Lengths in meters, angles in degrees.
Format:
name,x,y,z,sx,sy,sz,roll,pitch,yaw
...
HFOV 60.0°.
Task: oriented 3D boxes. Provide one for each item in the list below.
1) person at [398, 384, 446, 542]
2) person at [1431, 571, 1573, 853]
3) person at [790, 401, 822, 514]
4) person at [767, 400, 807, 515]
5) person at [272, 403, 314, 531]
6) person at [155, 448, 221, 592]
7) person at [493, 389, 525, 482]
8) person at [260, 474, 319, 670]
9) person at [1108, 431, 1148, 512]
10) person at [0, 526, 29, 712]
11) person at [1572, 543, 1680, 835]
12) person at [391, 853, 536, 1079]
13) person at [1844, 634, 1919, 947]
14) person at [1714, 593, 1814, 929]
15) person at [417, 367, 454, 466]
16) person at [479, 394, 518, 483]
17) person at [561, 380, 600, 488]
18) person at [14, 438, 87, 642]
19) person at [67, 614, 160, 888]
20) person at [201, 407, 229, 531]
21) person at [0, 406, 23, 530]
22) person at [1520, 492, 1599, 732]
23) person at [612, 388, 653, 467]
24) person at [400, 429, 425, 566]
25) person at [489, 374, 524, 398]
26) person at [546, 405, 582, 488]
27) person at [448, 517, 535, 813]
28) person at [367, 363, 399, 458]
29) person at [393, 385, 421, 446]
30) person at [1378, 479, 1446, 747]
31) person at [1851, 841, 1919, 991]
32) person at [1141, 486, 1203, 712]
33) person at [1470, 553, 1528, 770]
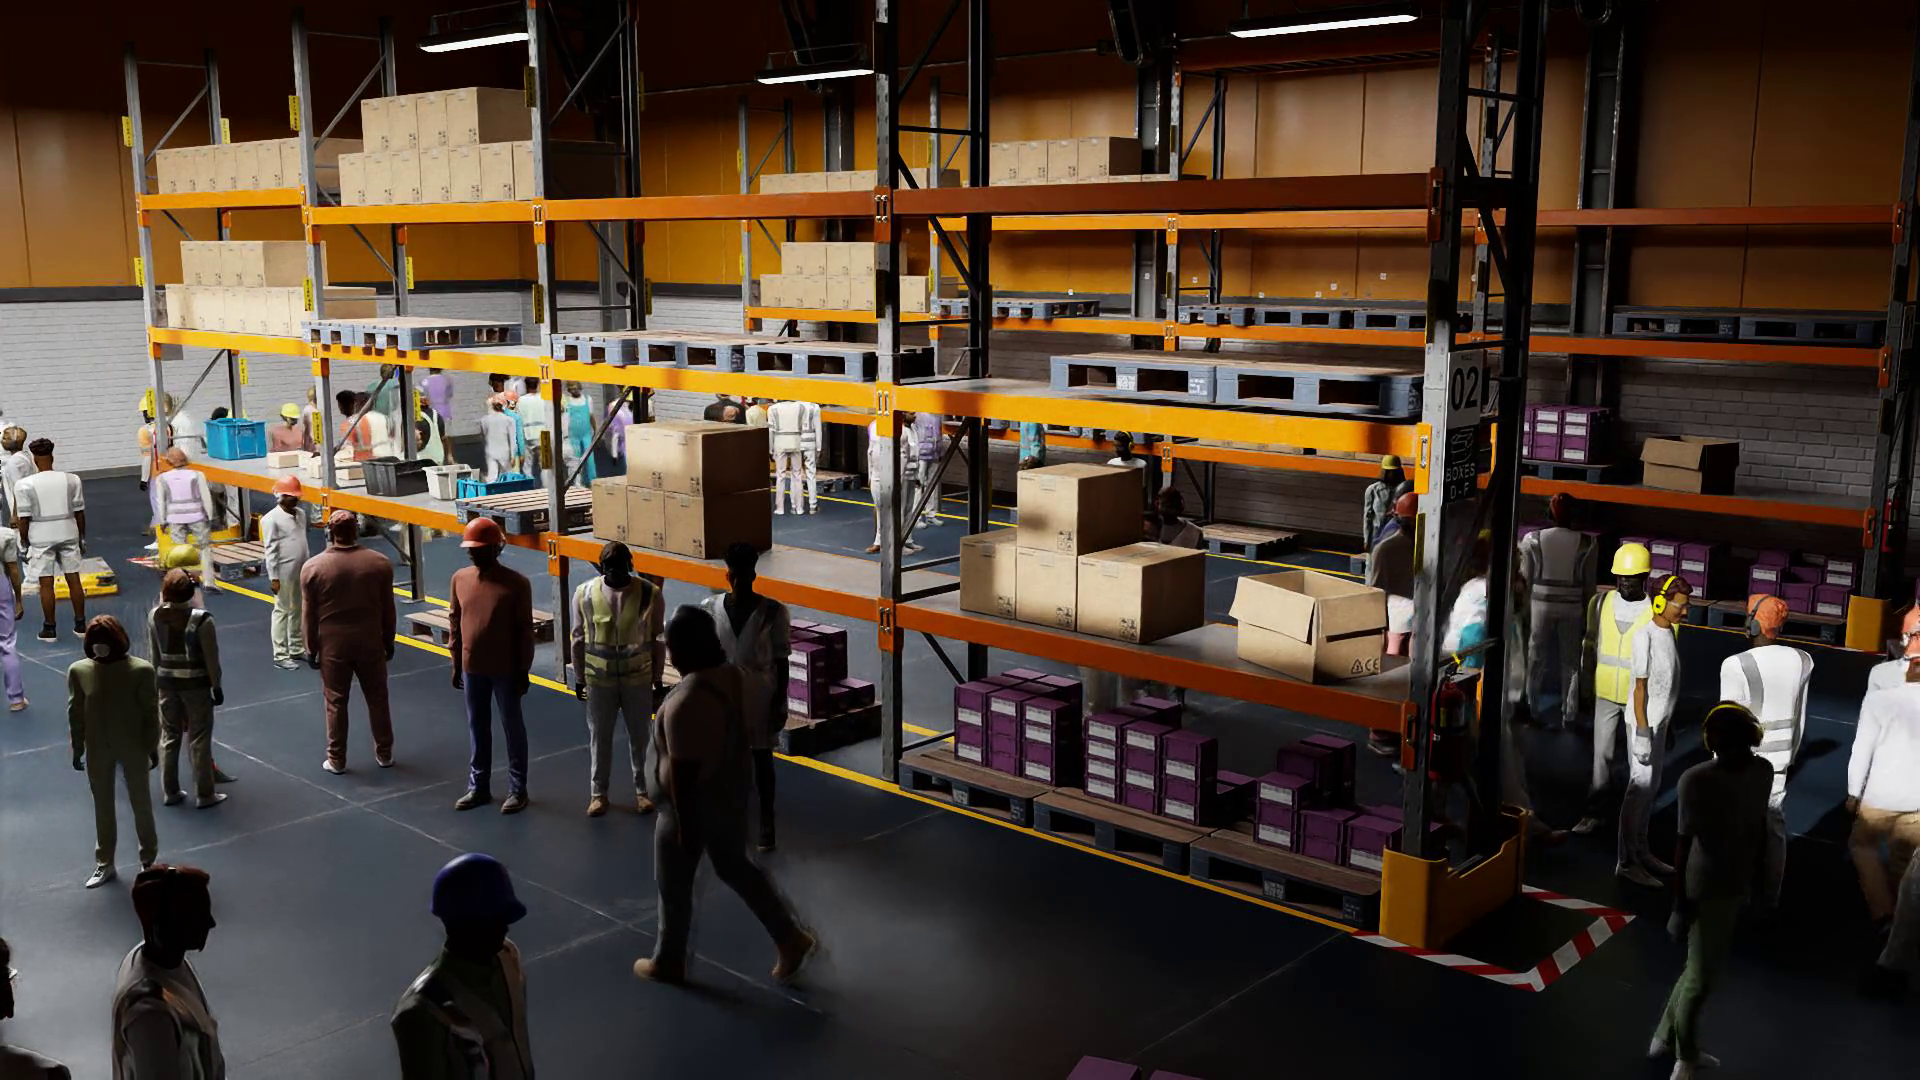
name,x,y,z,sx,sy,sz,roll,pitch,yaw
person,-6.943,-1.005,21.373,0.537,2.000,0.697,3,11,18
person,3.382,1.053,10.470,0.995,1.777,0.642,6,12,31
person,-2.227,-1.300,23.491,0.573,1.883,0.356,0,10,1
person,-2.411,-1.301,23.395,0.589,1.918,0.390,-2,10,-11
person,-8.783,-0.936,21.859,0.449,1.739,0.534,6,12,31
person,-8.362,-0.189,17.959,0.552,1.613,0.400,-4,11,-20
person,-6.434,-1.283,23.792,0.577,1.738,0.354,6,12,30
person,-6.003,0.276,14.947,0.342,1.747,0.571,2,10,12
person,1.745,-0.236,17.562,0.532,1.855,0.347,8,13,37
person,-7.859,0.502,13.448,0.502,1.837,0.349,-3,11,-19
person,4.212,0.968,10.538,0.585,1.927,0.366,8,13,40
person,-1.497,1.904,5.186,0.398,1.945,0.616,2,10,11
person,5.056,1.348,8.926,0.582,1.732,0.423,1,10,4
person,4.410,1.222,9.228,0.574,1.884,0.356,-3,11,-19
person,-8.729,-2.099,27.757,0.596,1.972,0.978,-5,11,-24
person,-6.490,-1.214,23.505,0.559,1.702,0.845,1,10,4
person,-5.703,-1.548,25.165,0.593,1.788,0.878,-5,11,-27
person,-8.695,-0.003,15.939,0.604,1.959,0.378,-9,14,-43
person,-4.991,1.239,9.836,0.501,1.633,0.279,-2,10,-10
person,-9.655,-0.899,21.766,0.544,1.681,0.407,0,10,-2
person,-12.186,-0.858,21.176,0.641,1.812,0.974,-2,10,-13
person,4.660,0.560,13.007,0.575,1.876,0.356,4,11,22
person,-4.565,-1.258,23.343,0.628,1.863,0.964,-8,13,-38
person,-6.504,-0.504,19.724,0.323,1.627,0.530,-2,10,-11
person,-7.577,-2.057,27.722,0.566,1.891,0.945,-1,10,-4
person,-5.649,-1.210,23.529,0.878,1.680,0.479,7,12,34
person,-3.140,0.831,11.123,0.613,1.994,0.382,2,10,14
person,-9.082,-1.856,26.494,0.627,1.933,0.373,0,10,0
person,-7.463,-1.182,22.782,0.639,1.900,0.404,9,14,42
person,3.418,0.536,12.661,0.535,2.000,0.688,2,10,12
person,4.882,1.442,8.222,0.790,1.803,0.597,-2,10,-9
person,1.687,0.484,13.561,0.582,1.856,0.415,3,10,16
person,3.702,0.867,11.653,0.624,1.729,0.554,1,10,6
